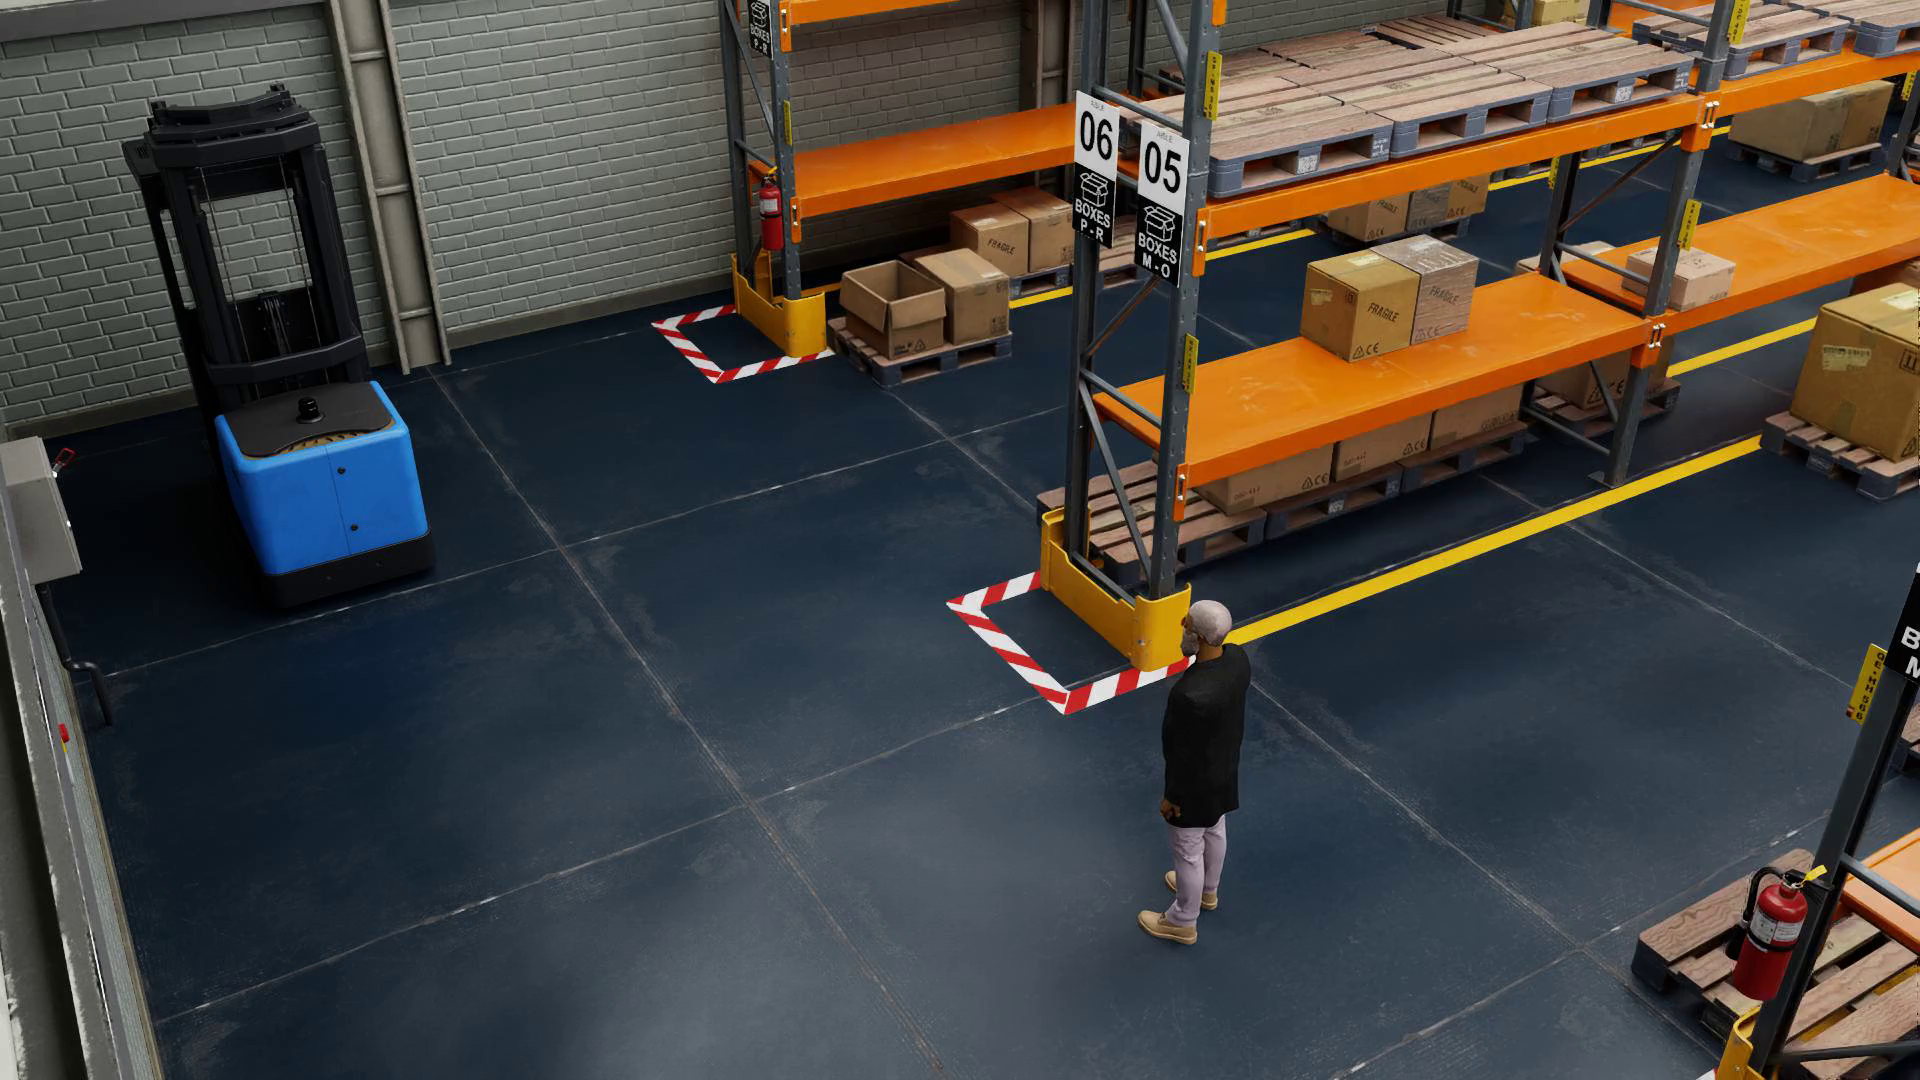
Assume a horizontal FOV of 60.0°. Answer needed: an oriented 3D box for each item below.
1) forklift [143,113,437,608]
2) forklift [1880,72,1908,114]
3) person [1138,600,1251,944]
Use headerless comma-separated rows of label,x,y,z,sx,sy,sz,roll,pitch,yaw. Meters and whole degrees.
forklift,-4.289,-1.259,10.509,1.129,2.768,1.873,-17,36,-26
forklift,11.468,-5.645,18.244,1.214,2.155,2.313,-17,36,-26
person,1.108,1.072,7.700,0.401,1.855,0.543,18,36,27
